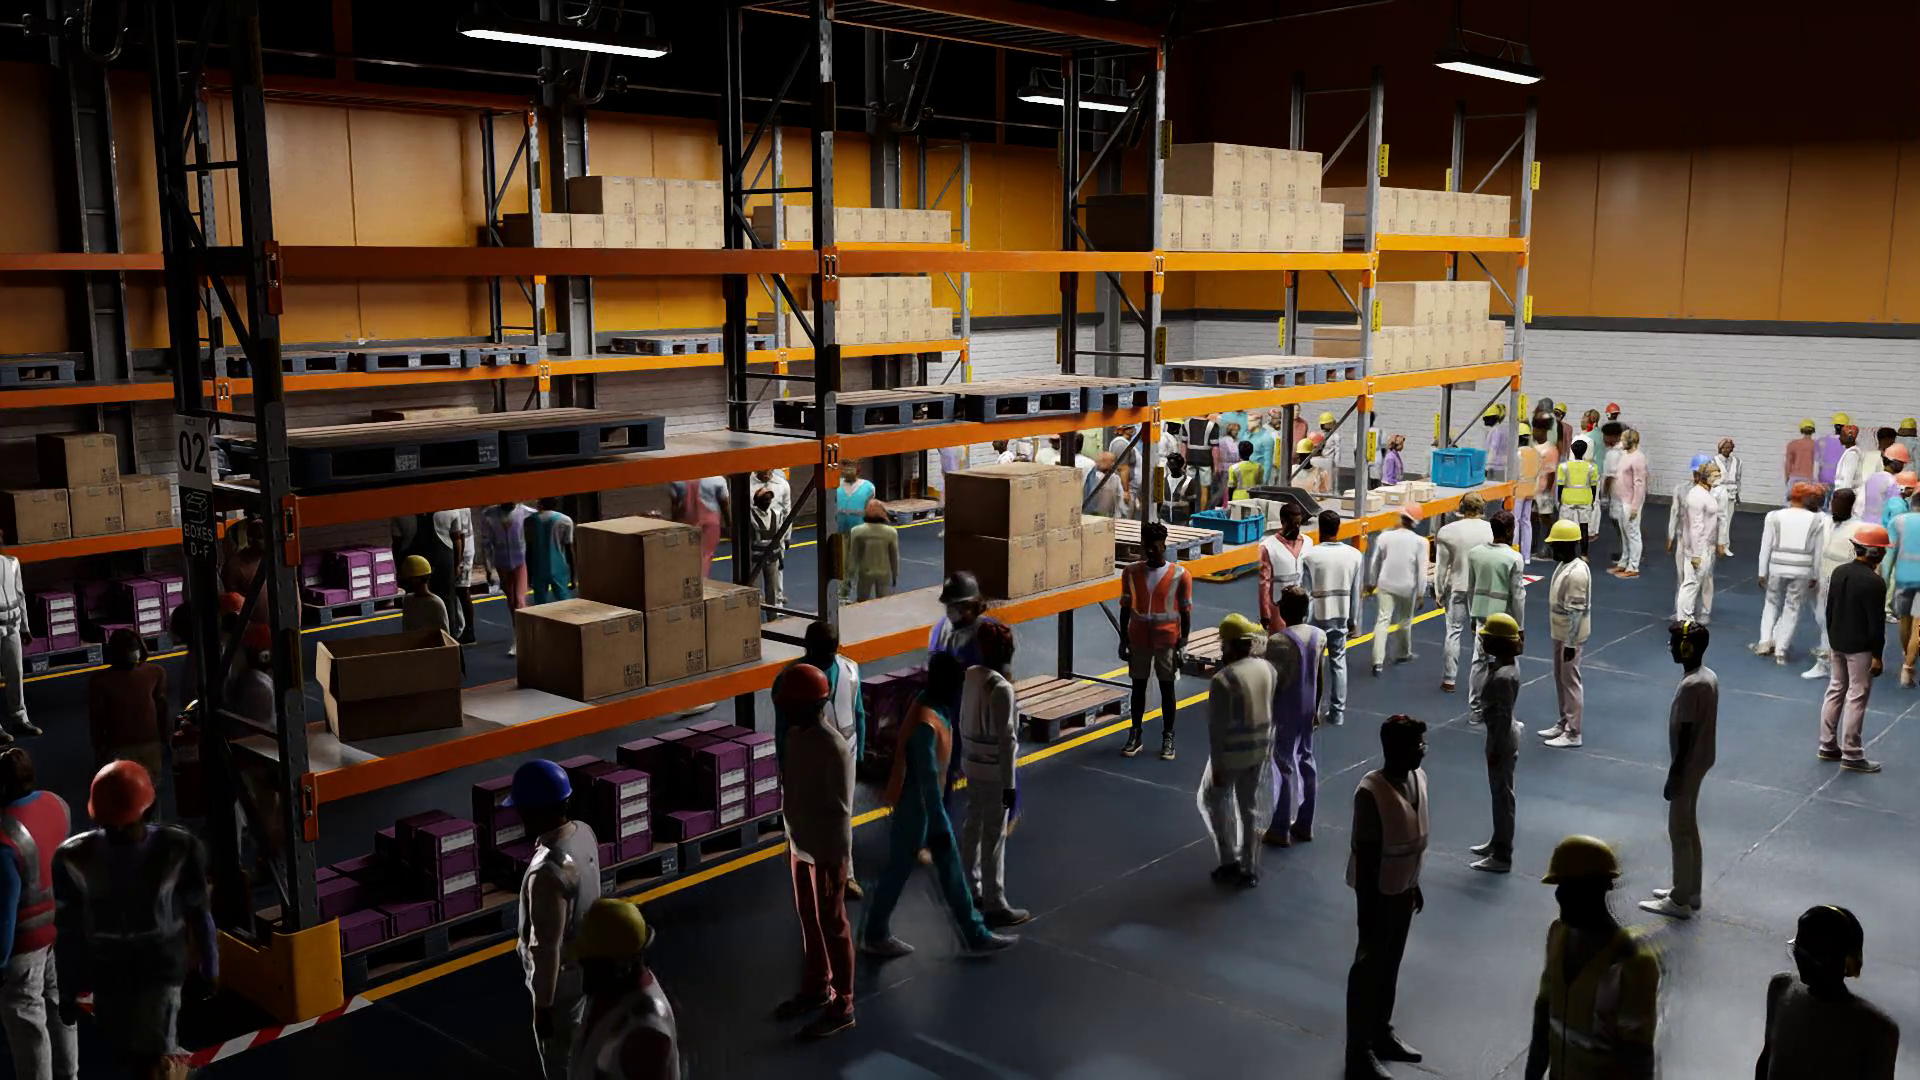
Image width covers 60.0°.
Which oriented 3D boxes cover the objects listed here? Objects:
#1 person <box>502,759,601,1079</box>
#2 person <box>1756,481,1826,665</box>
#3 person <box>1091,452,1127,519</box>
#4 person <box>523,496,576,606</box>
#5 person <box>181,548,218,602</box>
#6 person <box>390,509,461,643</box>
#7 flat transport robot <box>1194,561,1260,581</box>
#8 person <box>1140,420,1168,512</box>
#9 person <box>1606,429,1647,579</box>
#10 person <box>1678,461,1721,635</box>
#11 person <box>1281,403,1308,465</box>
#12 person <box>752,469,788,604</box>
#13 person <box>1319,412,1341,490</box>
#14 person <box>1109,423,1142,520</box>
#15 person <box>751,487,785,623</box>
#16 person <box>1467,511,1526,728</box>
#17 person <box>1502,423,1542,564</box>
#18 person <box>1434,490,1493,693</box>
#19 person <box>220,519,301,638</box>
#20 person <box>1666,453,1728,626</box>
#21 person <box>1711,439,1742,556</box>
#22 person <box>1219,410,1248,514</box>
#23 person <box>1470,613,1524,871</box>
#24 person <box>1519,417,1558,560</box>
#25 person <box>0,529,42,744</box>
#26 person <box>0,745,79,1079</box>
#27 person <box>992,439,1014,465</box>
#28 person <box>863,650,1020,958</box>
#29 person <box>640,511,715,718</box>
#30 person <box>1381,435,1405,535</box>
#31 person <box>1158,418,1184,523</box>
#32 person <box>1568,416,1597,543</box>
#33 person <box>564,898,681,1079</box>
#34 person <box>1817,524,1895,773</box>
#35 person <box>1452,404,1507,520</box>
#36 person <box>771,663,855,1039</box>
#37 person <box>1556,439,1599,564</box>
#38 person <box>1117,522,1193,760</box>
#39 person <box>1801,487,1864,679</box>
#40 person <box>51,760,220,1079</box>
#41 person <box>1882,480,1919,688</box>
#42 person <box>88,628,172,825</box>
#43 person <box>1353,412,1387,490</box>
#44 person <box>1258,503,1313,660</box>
[{"bbox_3d":[-1.757,1.895,7.285,0.415,1.939,0.604,1,10,3],"label":"person"},{"bbox_3d":[8.415,0.335,16.846,0.573,1.860,0.523,5,11,28],"label":"person"},{"bbox_3d":[1.982,-0.321,21.465,0.648,1.613,0.512,7,12,35],"label":"person"},{"bbox_3d":[-4.158,0.341,16.859,0.515,1.841,0.340,0,10,2],"label":"person"},{"bbox_3d":[-7.219,0.584,15.827,0.318,1.697,0.533,-8,12,-40],"label":"person"},{"bbox_3d":[-5.426,0.225,16.943,0.681,2.000,0.535,-3,10,-17],"label":"person"},{"bbox_3d":[3.452,0.311,21.701,0.652,0.197,1.431,7,12,35],"label":"flat transport robot"},{"bbox_3d":[3.153,-1.409,27.006,0.551,1.934,0.374,-1,10,-6],"label":"person"},{"bbox_3d":[8.610,-0.467,21.385,0.372,1.936,0.629,1,10,6],"label":"person"},{"bbox_3d":[7.969,0.108,17.946,0.351,1.936,0.634,6,11,31],"label":"person"},{"bbox_3d":[5.216,-1.247,26.181,0.649,1.900,0.398,-4,10,-23],"label":"person"},{"bbox_3d":[-2.279,-0.168,19.637,0.378,1.931,0.625,7,12,36],"label":"person"},{"bbox_3d":[5.718,-1.128,25.935,0.325,1.734,0.487,-5,11,-27],"label":"person"},{"bbox_3d":[2.280,-0.724,22.606,0.535,2.000,0.674,0,10,0],"label":"person"},{"bbox_3d":[-2.144,0.229,18.143,0.519,1.633,0.313,-7,12,-36],"label":"person"},{"bbox_3d":[4.664,0.697,14.495,0.393,1.917,0.589,-6,11,-31],"label":"person"},{"bbox_3d":[7.505,-0.612,22.317,0.592,1.917,0.402,-5,11,-27],"label":"person"},{"bbox_3d":[4.792,0.496,15.674,0.634,1.931,0.359,3,10,16],"label":"person"},{"bbox_3d":[-5.921,0.761,14.186,0.636,1.899,0.401,-9,13,-43],"label":"person"},{"bbox_3d":[8.253,-0.013,18.645,0.403,1.944,0.618,-9,13,-44],"label":"person"},{"bbox_3d":[10.533,-0.588,22.993,0.522,1.639,0.305,0,10,-2],"label":"person"},{"bbox_3d":[4.459,-1.400,26.778,0.612,1.995,0.379,1,10,4],"label":"person"},{"bbox_3d":[3.596,1.344,11.147,0.302,1.745,0.483,3,10,19],"label":"person"},{"bbox_3d":[7.937,-0.709,22.756,0.367,1.962,0.612,-1,10,-6],"label":"person"},{"bbox_3d":[-8.148,0.788,14.080,0.374,1.879,0.582,3,10,19],"label":"person"},{"bbox_3d":[-4.402,1.857,7.793,0.429,1.842,0.637,0,10,-2],"label":"person"},{"bbox_3d":[0.581,-0.513,21.842,0.340,1.876,0.572,1,10,5],"label":"person"},{"bbox_3d":[-0.138,1.544,9.620,0.972,1.851,0.603,2,10,11],"label":"person"},{"bbox_3d":[-2.645,0.675,14.769,0.931,1.862,0.652,-4,10,-23],"label":"person"},{"bbox_3d":[6.133,-0.683,23.590,0.319,1.631,0.524,4,10,21],"label":"person"},{"bbox_3d":[3.064,-0.934,24.227,0.396,1.920,0.586,5,11,27],"label":"person"},{"bbox_3d":[9.004,-0.876,24.129,0.389,1.839,0.564,0,10,0],"label":"person"},{"bbox_3d":[-1.221,2.161,6.027,0.413,1.822,0.614,-4,10,-23],"label":"person"},{"bbox_3d":[7.203,0.852,13.340,0.398,1.989,0.621,-1,10,-6],"label":"person"},{"bbox_3d":[8.131,-1.156,25.669,0.964,1.872,0.586,1,10,4],"label":"person"},{"bbox_3d":[-0.782,1.619,8.793,0.408,1.986,0.618,-6,11,-31],"label":"person"},{"bbox_3d":[8.274,-0.505,22.330,0.535,1.697,0.318,2,10,13],"label":"person"},{"bbox_3d":[1.585,0.817,13.628,0.612,1.965,0.362,3,10,20],"label":"person"},{"bbox_3d":[8.621,0.418,16.228,0.724,1.892,0.611,-1,10,-4],"label":"person"},{"bbox_3d":[-3.608,1.864,7.333,0.634,1.996,0.958,-2,10,-13],"label":"person"},{"bbox_3d":[9.285,0.393,16.080,0.614,1.994,0.972,9,13,43],"label":"person"},{"bbox_3d":[-5.567,1.390,11.198,0.508,1.633,0.274,-9,13,-42],"label":"person"},{"bbox_3d":[6.650,-1.267,27.015,0.533,1.646,0.901,2,10,11],"label":"person"},{"bbox_3d":[2.953,0.600,15.117,0.598,1.907,0.408,-6,11,-31],"label":"person"}]
